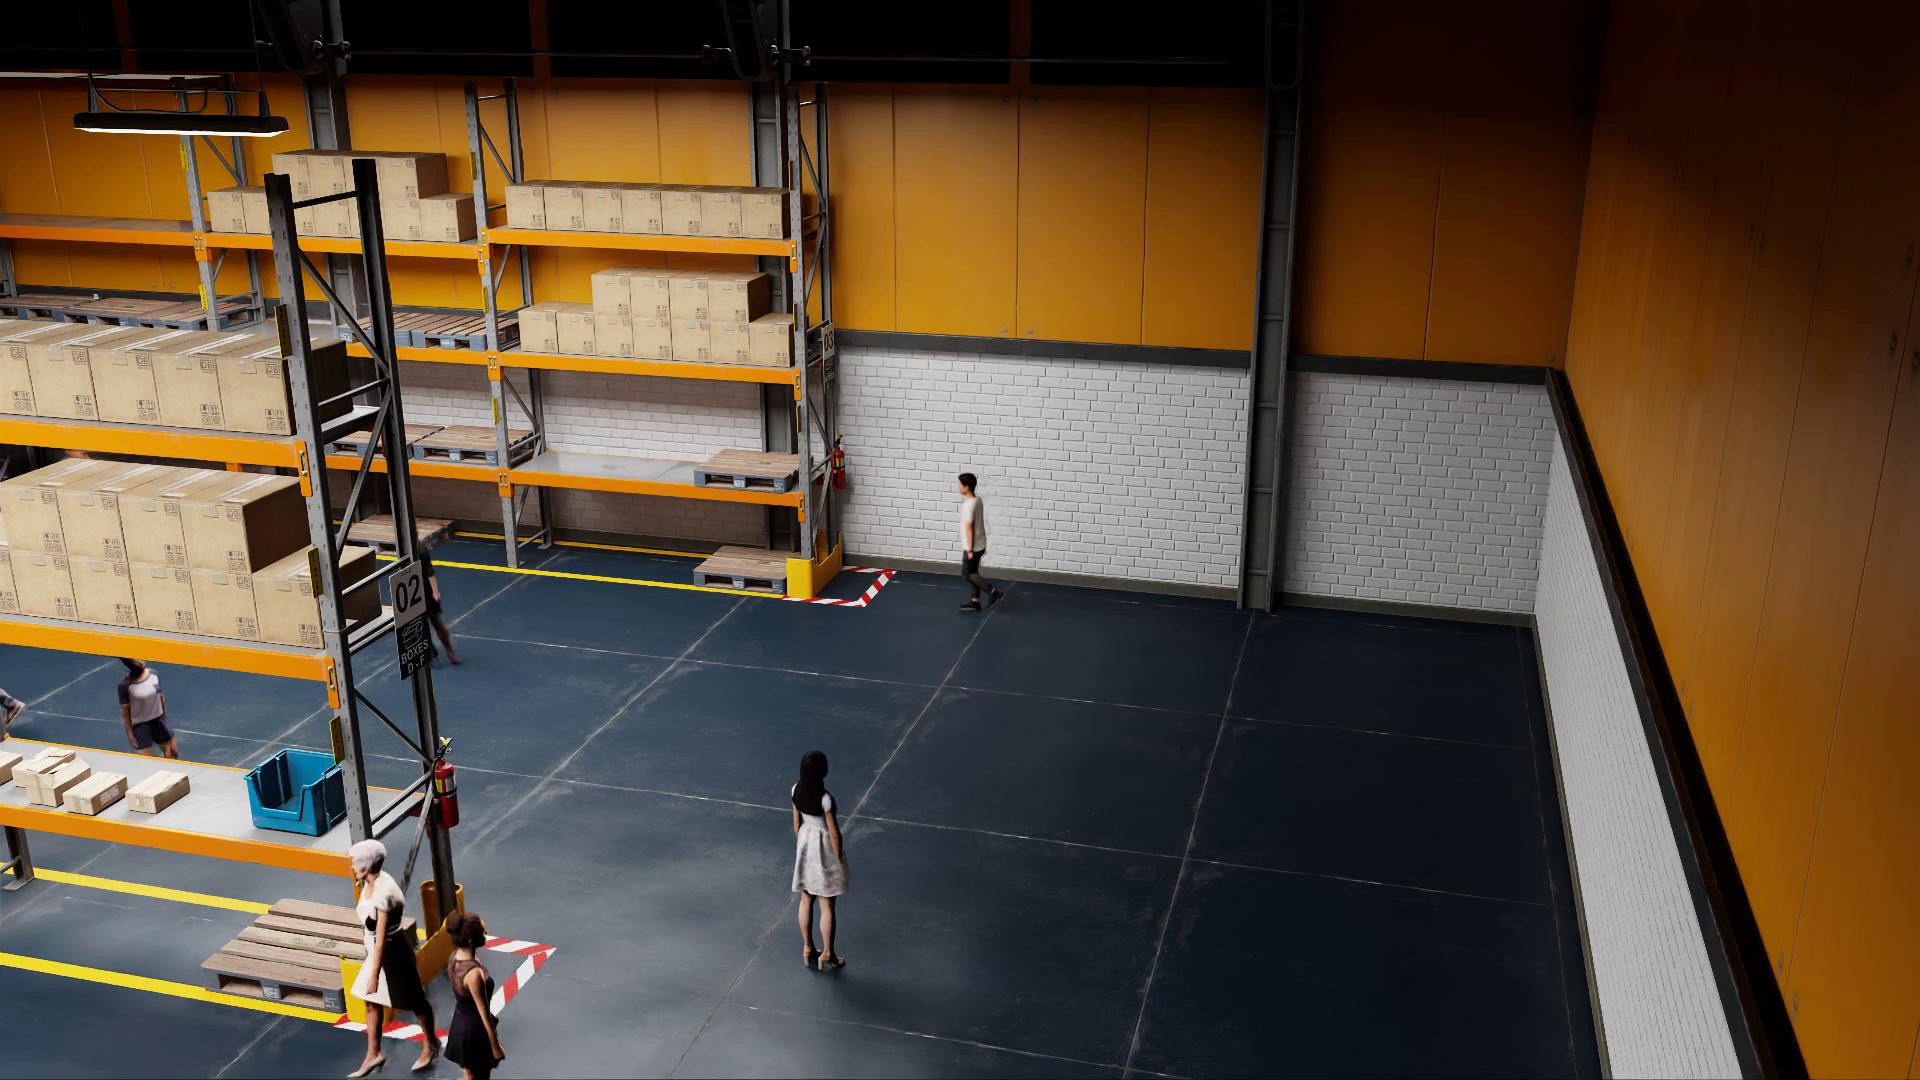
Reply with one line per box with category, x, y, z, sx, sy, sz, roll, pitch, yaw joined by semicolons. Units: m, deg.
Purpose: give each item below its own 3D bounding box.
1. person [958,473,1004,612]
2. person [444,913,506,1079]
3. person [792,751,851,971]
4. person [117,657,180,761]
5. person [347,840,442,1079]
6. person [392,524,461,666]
person;0.228;0.053;19.472;0.773;1.702;0.648;6;20;18
person;-3.130;3.114;10.432;0.791;1.670;0.731;-11;21;-29
person;-1.058;2.386;12.429;0.695;1.775;0.801;13;23;34
person;-7.360;1.646;14.977;0.668;1.551;0.652;11;22;30
person;-3.744;2.811;11.250;0.976;1.722;0.944;-16;25;-40
person;-5.784;0.581;17.952;0.518;1.670;0.851;3;19;8
